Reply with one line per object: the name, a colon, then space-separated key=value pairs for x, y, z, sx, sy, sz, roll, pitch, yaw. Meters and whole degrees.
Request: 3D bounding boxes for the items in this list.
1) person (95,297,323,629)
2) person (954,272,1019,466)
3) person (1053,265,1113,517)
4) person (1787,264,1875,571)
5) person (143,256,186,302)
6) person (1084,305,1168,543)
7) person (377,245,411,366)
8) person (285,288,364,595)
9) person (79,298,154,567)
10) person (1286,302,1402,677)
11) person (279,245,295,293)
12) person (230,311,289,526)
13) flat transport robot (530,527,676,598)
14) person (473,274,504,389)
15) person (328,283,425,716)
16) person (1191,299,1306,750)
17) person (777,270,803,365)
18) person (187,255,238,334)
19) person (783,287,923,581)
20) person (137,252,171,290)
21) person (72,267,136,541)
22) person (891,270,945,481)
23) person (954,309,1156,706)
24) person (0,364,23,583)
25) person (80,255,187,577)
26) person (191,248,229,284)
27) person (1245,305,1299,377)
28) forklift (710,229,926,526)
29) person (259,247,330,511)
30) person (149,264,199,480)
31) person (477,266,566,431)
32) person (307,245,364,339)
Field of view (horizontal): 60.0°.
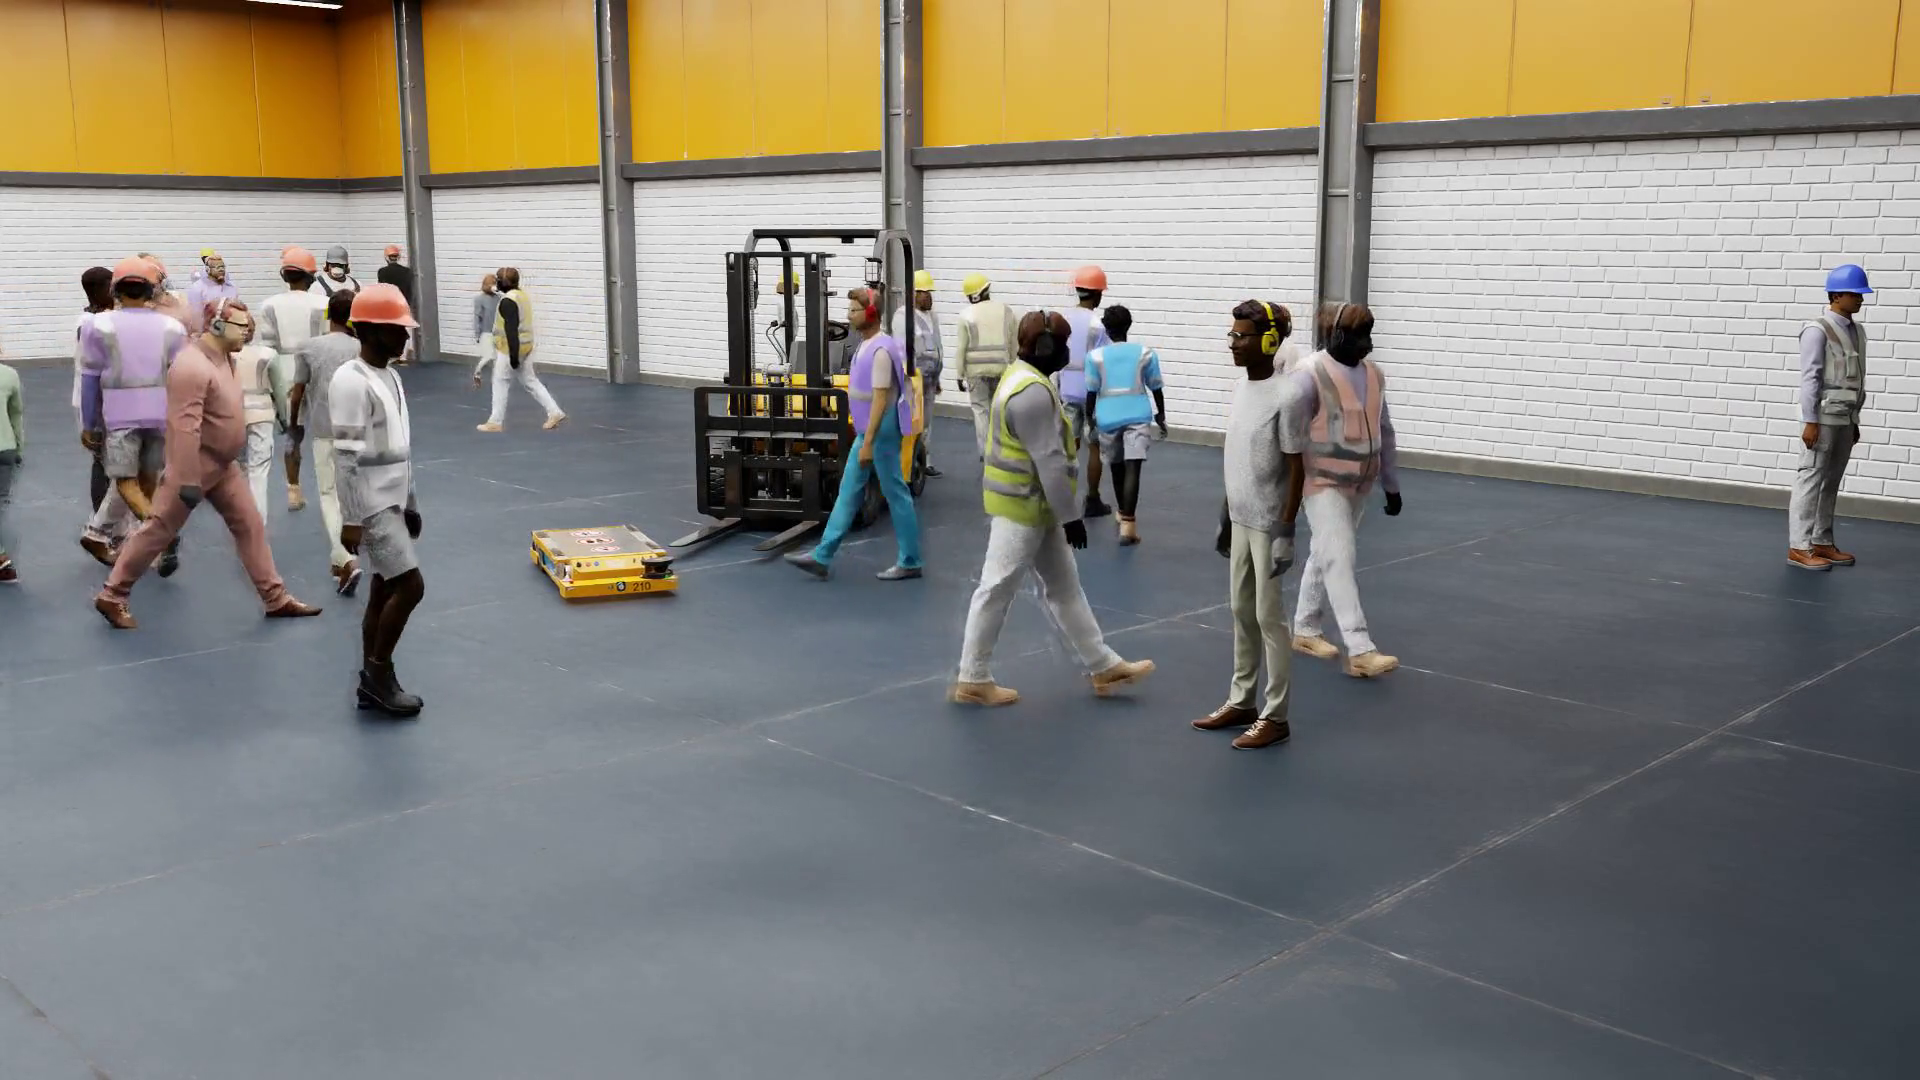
person: x=-4.208 y=-0.421 z=9.093 sx=1.140 sy=1.818 sz=0.661 roll=-1 pitch=10 yaw=-4
person: x=0.236 y=-1.564 z=15.341 sx=0.621 sy=1.793 sz=0.427 roll=-3 pitch=11 yaw=-17
person: x=0.888 y=-1.091 z=12.435 sx=0.554 sy=1.916 sz=0.696 roll=8 pitch=13 yaw=39
person: x=5.594 y=-0.786 z=10.684 sx=0.614 sy=1.947 sz=0.388 roll=-8 pitch=13 yaw=-36
person: x=-8.056 y=-1.895 z=16.808 sx=0.564 sy=1.924 sz=0.650 roll=-3 pitch=11 yaw=-14
person: x=1.165 y=-0.826 z=11.732 sx=0.585 sy=1.643 sz=0.854 roll=1 pitch=10 yaw=8
person: x=-9.265 y=-3.836 z=27.238 sx=0.621 sy=1.969 sz=0.601 roll=-9 pitch=14 yaw=-41
person: x=-3.748 y=-0.602 z=10.044 sx=0.553 sy=1.819 sz=0.903 roll=-6 pitch=12 yaw=-31
person: x=-5.374 y=-0.743 z=10.671 sx=0.485 sy=1.874 sz=0.694 roll=0 pitch=10 yaw=0
person: x=1.935 y=-0.246 z=8.131 sx=0.656 sy=1.801 sz=0.903 roll=-8 pitch=13 yaw=-37
person: x=-8.998 y=-2.992 z=22.585 sx=0.398 sy=1.992 sz=0.630 roll=1 pitch=10 yaw=4
person: x=-5.063 y=-0.829 z=11.854 sx=0.510 sy=1.597 sz=0.863 roll=-2 pitch=11 yaw=-12
flat transport robot: x=-2.249 y=0.111 z=10.367 sx=0.652 sy=0.197 sz=1.431 roll=-4 pitch=11 yaw=-22
person: x=-6.378 y=-2.799 z=22.557 sx=0.415 sy=1.622 sz=0.512 roll=7 pitch=13 yaw=35
person: x=-2.523 y=-0.160 z=7.335 sx=0.497 sy=1.918 sz=0.583 roll=0 pitch=10 yaw=1
person: x=1.230 y=-0.062 z=6.944 sx=0.332 sy=1.874 sz=0.520 roll=-4 pitch=11 yaw=-20
person: x=-1.935 y=-2.193 z=18.919 sx=0.319 sy=1.741 sz=0.492 roll=-1 pitch=10 yaw=-6
person: x=-8.463 y=-2.296 z=19.028 sx=0.404 sy=1.911 sz=0.636 roll=5 pitch=12 yaw=27
person: x=-0.641 y=-0.625 z=10.170 sx=0.918 sy=1.805 sz=0.583 roll=-3 pitch=11 yaw=-17
person: x=-10.333 y=-2.687 z=21.136 sx=0.614 sy=1.917 sz=0.649 roll=4 pitch=11 yaw=22
person: x=-5.869 y=-0.905 z=11.413 sx=0.377 sy=1.917 sz=0.599 roll=-4 pitch=11 yaw=-19
person: x=-0.347 y=-1.422 z=14.466 sx=0.404 sy=1.831 sz=0.602 roll=6 pitch=12 yaw=31
person: x=0.425 y=-0.128 z=7.502 sx=0.975 sy=1.787 sz=0.633 roll=1 pitch=10 yaw=5
person: x=-5.970 y=-0.525 z=10.161 sx=0.346 sy=1.616 sz=0.519 roll=5 pitch=11 yaw=24
person: x=-5.073 y=-0.752 z=10.334 sx=0.620 sy=2.013 sz=0.830 roll=-10 pitch=14 yaw=-44
person: x=-12.205 y=-3.790 z=27.150 sx=0.585 sy=1.918 sz=0.379 roll=-5 pitch=12 yaw=-26
person: x=2.456 y=-1.067 z=13.210 sx=0.515 sy=1.584 sz=0.872 roll=9 pitch=14 yaw=40
forklift: x=-1.050 y=-1.319 z=12.920 sx=1.214 sy=2.155 sz=2.313 roll=2 pitch=11 yaw=13
person: x=-5.071 y=-1.243 z=12.918 sx=0.610 sy=2.043 sz=0.385 roll=0 pitch=10 yaw=1
person: x=-6.512 y=-1.283 z=13.527 sx=0.639 sy=1.902 sz=0.406 roll=-2 pitch=11 yaw=-10
person: x=-4.797 y=-2.079 z=18.141 sx=0.920 sy=1.810 sz=0.639 roll=0 pitch=10 yaw=2
person: x=-6.522 y=-2.098 z=17.583 sx=0.536 sy=2.000 sz=0.681 roll=9 pitch=14 yaw=40
